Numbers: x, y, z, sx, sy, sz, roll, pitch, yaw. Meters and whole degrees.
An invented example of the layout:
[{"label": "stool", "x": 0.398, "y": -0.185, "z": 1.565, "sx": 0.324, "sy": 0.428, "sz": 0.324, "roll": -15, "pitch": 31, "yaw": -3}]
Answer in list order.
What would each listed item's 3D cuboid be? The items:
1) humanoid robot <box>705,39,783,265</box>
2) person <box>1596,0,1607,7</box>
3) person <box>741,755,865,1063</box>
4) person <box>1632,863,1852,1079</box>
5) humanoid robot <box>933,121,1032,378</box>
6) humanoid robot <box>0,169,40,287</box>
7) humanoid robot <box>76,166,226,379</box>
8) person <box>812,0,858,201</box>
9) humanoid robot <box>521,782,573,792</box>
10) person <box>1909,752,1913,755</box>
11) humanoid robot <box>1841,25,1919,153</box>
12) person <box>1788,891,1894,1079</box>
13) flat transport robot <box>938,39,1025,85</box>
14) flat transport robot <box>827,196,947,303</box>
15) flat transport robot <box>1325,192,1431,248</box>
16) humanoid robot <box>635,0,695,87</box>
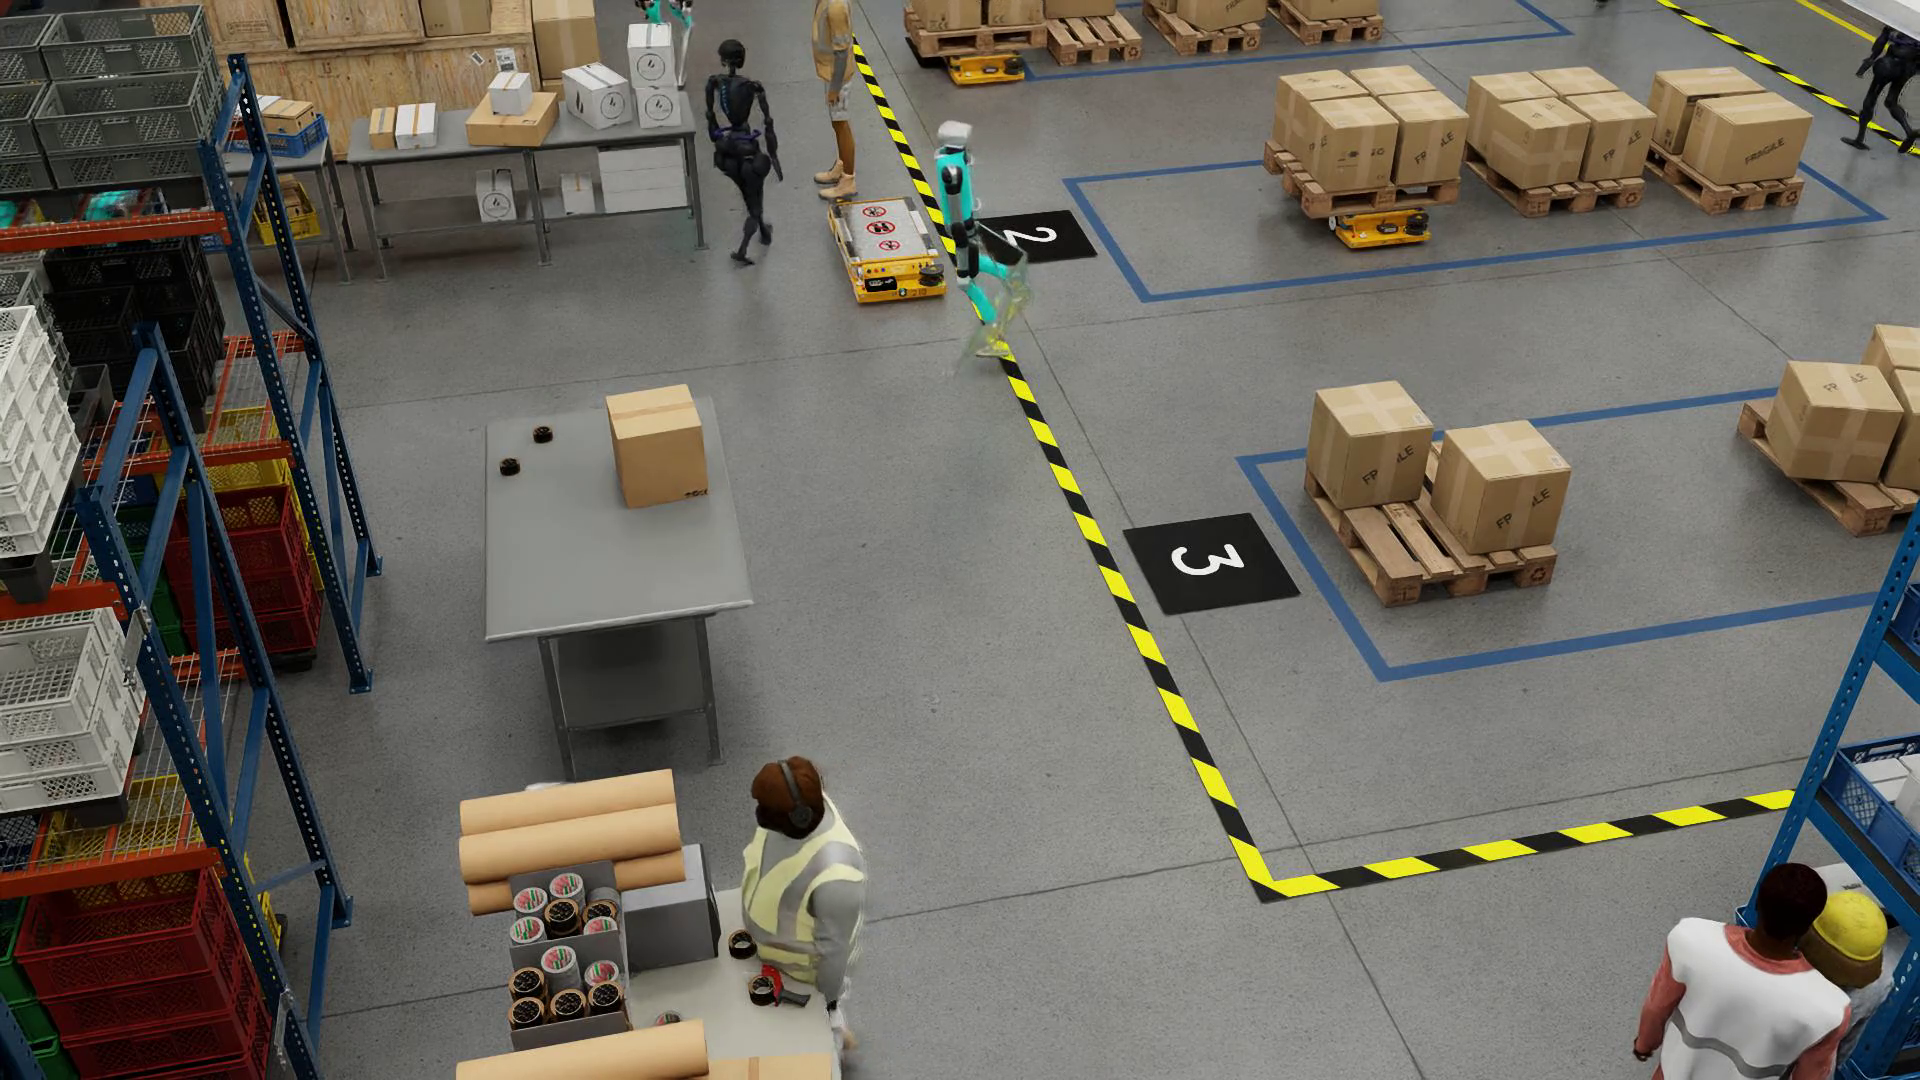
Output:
[{"label": "humanoid robot", "x": -1.595, "y": -2.862, "z": 12.259, "sx": 0.610, "sy": 1.647, "sz": 0.674, "roll": 17, "pitch": 40, "yaw": 21}, {"label": "person", "x": 6.752, "y": -6.265, "z": 16.687, "sx": 0.624, "sy": 1.796, "sz": 0.846, "roll": 11, "pitch": 38, "yaw": 14}, {"label": "person", "x": -0.588, "y": 1.501, "z": 6.229, "sx": 0.429, "sy": 1.836, "sz": 0.627, "roll": -17, "pitch": 40, "yaw": -21}, {"label": "person", "x": 2.599, "y": 1.836, "z": 5.708, "sx": 0.587, "sy": 1.914, "sz": 0.391, "roll": 26, "pitch": 44, "yaw": 31}, {"label": "humanoid robot", "x": 0.191, "y": -1.854, "z": 10.837, "sx": 0.818, "sy": 1.794, "sz": 0.537, "roll": -1, "pitch": 37, "yaw": -1}, {"label": "humanoid robot", "x": -6.009, "y": -1.519, "z": 10.397, "sx": 0.554, "sy": 1.784, "sz": 0.885, "roll": 18, "pitch": 40, "yaw": 23}, {"label": "humanoid robot", "x": -4.973, "y": -1.638, "z": 10.532, "sx": 0.536, "sy": 1.772, "sz": 0.823, "roll": 24, "pitch": 43, "yaw": 29}, {"label": "person", "x": -1.003, "y": -3.665, "z": 12.994, "sx": 0.374, "sy": 2.044, "sz": 0.604, "roll": -5, "pitch": 37, "yaw": -7}, {"label": "humanoid robot", "x": -1.194, "y": 1.543, "z": 6.298, "sx": 0.827, "sy": 1.813, "sz": 0.567, "roll": -12, "pitch": 38, "yaw": -16}, {"label": "person", "x": 4.432, "y": 0.746, "z": 7.223, "sx": 0.359, "sy": 1.851, "sz": 0.596, "roll": -6, "pitch": 37, "yaw": -8}, {"label": "humanoid robot", "x": 7.803, "y": -3.983, "z": 13.737, "sx": 0.590, "sy": 1.644, "sz": 0.539, "roll": -15, "pitch": 39, "yaw": -19}, {"label": "person", "x": 2.878, "y": 1.850, "z": 5.828, "sx": 0.492, "sy": 1.746, "sz": 0.284, "roll": -10, "pitch": 38, "yaw": -13}, {"label": "flat transport robot", "x": 0.132, "y": -4.709, "z": 15.859, "sx": 0.652, "sy": 0.197, "sz": 1.431, "roll": -8, "pitch": 37, "yaw": -10}, {"label": "flat transport robot", "x": -0.570, "y": -2.220, "z": 12.538, "sx": 0.659, "sy": 0.231, "sz": 1.431, "roll": -8, "pitch": 37, "yaw": -10}, {"label": "flat transport robot", "x": 3.134, "y": -2.740, "z": 13.213, "sx": 0.652, "sy": 0.197, "sz": 1.431, "roll": -8, "pitch": 37, "yaw": -10}, {"label": "humanoid robot", "x": -2.623, "y": -4.847, "z": 14.902, "sx": 0.540, "sy": 1.853, "sz": 0.776, "roll": 2, "pitch": 37, "yaw": 3}]
